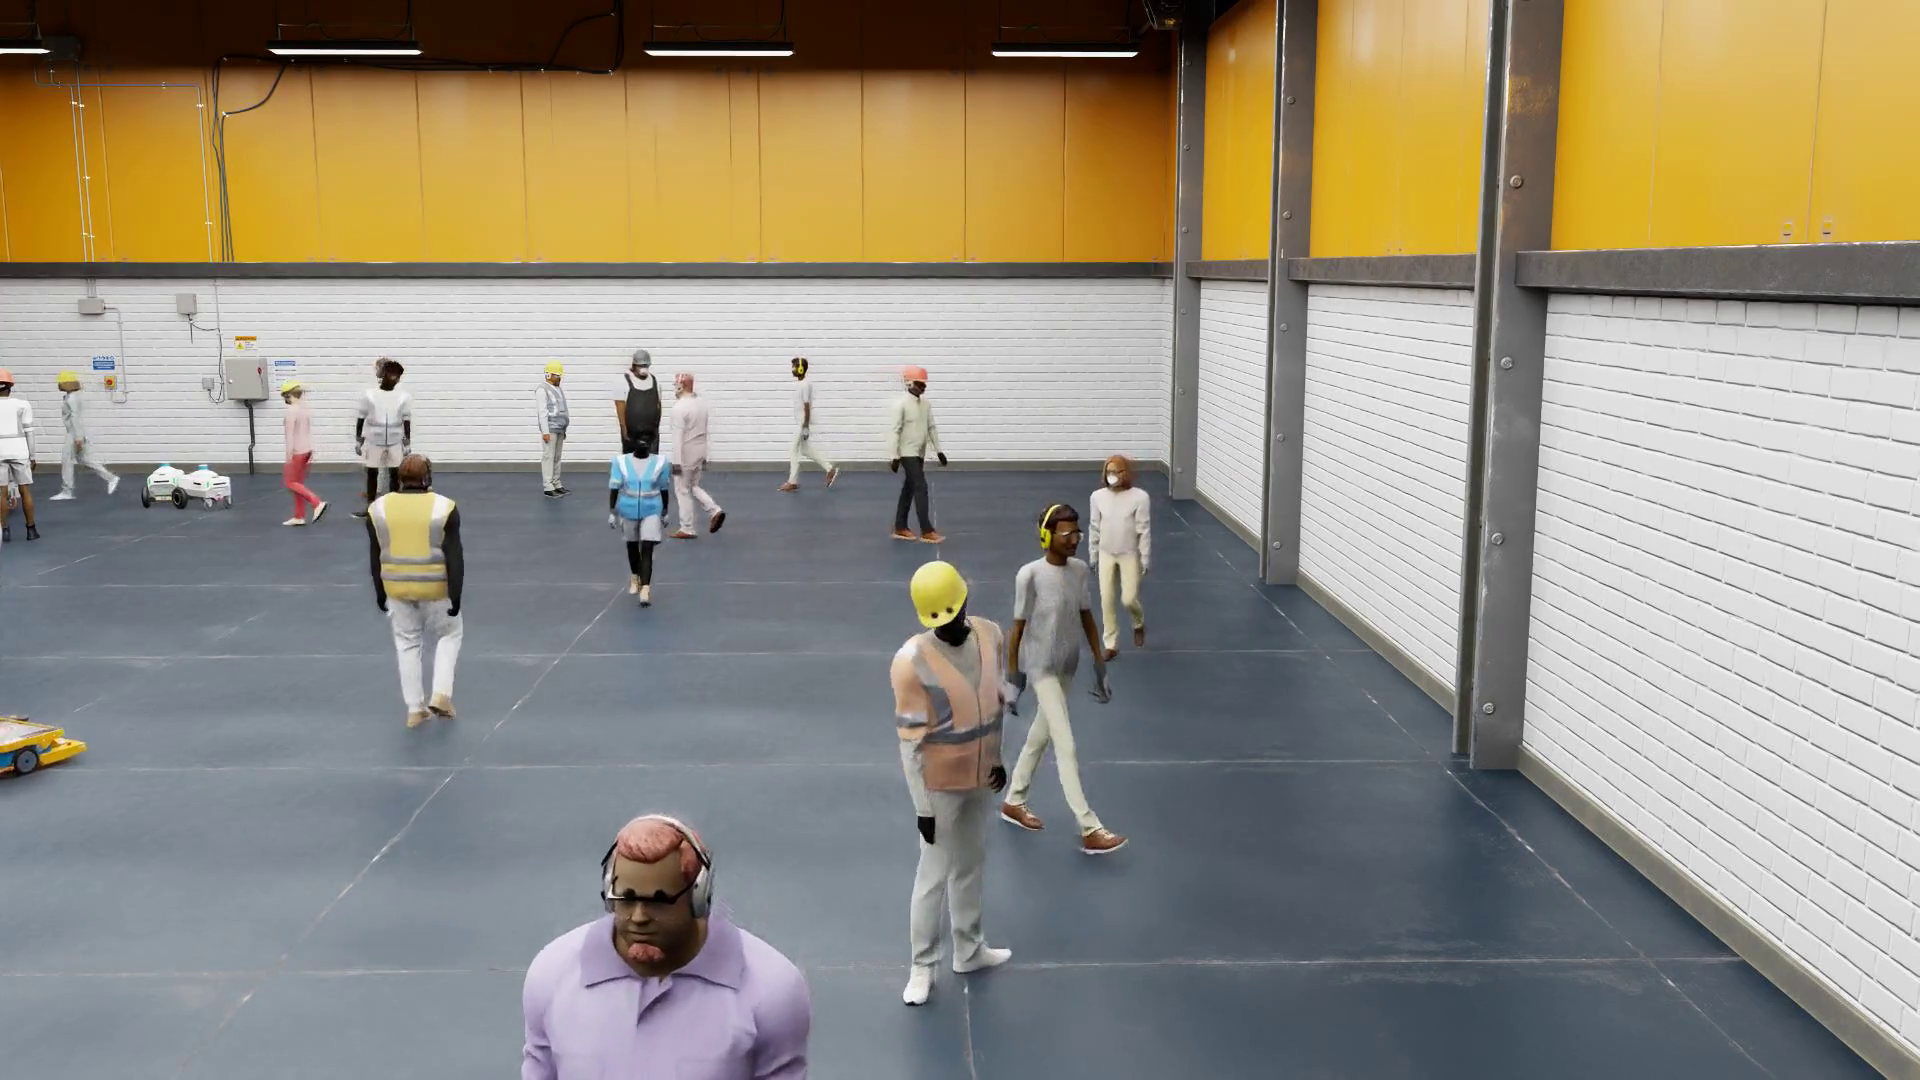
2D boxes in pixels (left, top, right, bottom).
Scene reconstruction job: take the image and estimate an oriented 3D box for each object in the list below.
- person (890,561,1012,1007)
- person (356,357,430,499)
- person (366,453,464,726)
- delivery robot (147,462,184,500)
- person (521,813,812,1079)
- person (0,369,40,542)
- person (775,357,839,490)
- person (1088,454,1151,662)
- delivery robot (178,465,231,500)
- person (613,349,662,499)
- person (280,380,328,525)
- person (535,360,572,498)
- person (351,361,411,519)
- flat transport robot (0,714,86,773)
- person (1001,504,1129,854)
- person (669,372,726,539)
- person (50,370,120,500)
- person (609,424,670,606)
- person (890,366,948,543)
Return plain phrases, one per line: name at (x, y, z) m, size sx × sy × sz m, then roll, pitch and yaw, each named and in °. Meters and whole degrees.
person at (0.014, 0.981, 6.942) m, size 0.381 × 1.876 × 0.732 m, roll 8°, pitch 12°, yaw 42°
person at (-7.446, -1.457, 21.827) m, size 1.005 × 1.896 × 0.645 m, roll 0°, pitch 9°, yaw -2°
person at (-3.587, 0.335, 11.034) m, size 0.631 × 1.831 × 0.445 m, roll 0°, pitch 9°, yaw -3°
delivery robot at (-10.195, -0.764, 21.364) m, size 0.477 × 0.478 × 0.707 m, roll -3°, pitch 10°, yaw -16°
person at (-0.643, 1.501, 3.663) m, size 0.667 × 1.891 × 0.485 m, roll 1°, pitch 9°, yaw 3°
person at (-10.599, -0.938, 18.525) m, size 0.543 × 1.927 × 0.383 m, roll -5°, pitch 10°, yaw -28°
person at (-2.107, -1.598, 22.837) m, size 0.822 × 1.844 × 0.525 m, roll -1°, pitch 9°, yaw -8°
person at (1.253, 0.129, 12.920) m, size 0.518 × 1.618 × 0.451 m, roll 5°, pitch 10°, yaw 26°
delivery robot at (-9.546, -0.707, 21.013) m, size 0.707 × 0.478 × 0.477 m, roll 6°, pitch 11°, yaw 35°
person at (-4.280, -1.582, 22.121) m, size 0.674 × 2.000 × 1.011 m, roll -5°, pitch 10°, yaw -26°
person at (-7.775, -1.021, 19.623) m, size 0.482 × 1.724 × 0.574 m, roll 0°, pitch 9°, yaw 0°
person at (-5.407, -1.478, 22.156) m, size 0.403 × 1.823 × 0.588 m, roll 2°, pitch 9°, yaw 10°
person at (-7.036, -1.199, 20.151) m, size 0.777 × 1.940 × 0.368 m, roll -5°, pitch 10°, yaw -26°
flat transport robot at (-6.024, 1.307, 9.821) m, size 0.652 × 0.197 × 1.431 m, roll 4°, pitch 10°, yaw 25°
person at (0.543, 0.710, 8.757) m, size 0.548 × 1.813 × 0.964 m, roll -9°, pitch 13°, yaw -43°
person at (-2.999, -0.935, 18.642) m, size 0.542 × 1.891 × 0.642 m, roll 3°, pitch 10°, yaw 19°
person at (-11.630, -1.397, 21.992) m, size 0.771 × 1.720 × 0.491 m, roll -4°, pitch 10°, yaw -23°
person at (-2.913, -0.254, 15.183) m, size 0.542 × 1.646 × 0.901 m, roll -1°, pitch 9°, yaw -5°
person at (-0.408, -0.946, 18.453) m, size 0.869 × 1.957 × 0.614 m, roll 5°, pitch 10°, yaw 27°
